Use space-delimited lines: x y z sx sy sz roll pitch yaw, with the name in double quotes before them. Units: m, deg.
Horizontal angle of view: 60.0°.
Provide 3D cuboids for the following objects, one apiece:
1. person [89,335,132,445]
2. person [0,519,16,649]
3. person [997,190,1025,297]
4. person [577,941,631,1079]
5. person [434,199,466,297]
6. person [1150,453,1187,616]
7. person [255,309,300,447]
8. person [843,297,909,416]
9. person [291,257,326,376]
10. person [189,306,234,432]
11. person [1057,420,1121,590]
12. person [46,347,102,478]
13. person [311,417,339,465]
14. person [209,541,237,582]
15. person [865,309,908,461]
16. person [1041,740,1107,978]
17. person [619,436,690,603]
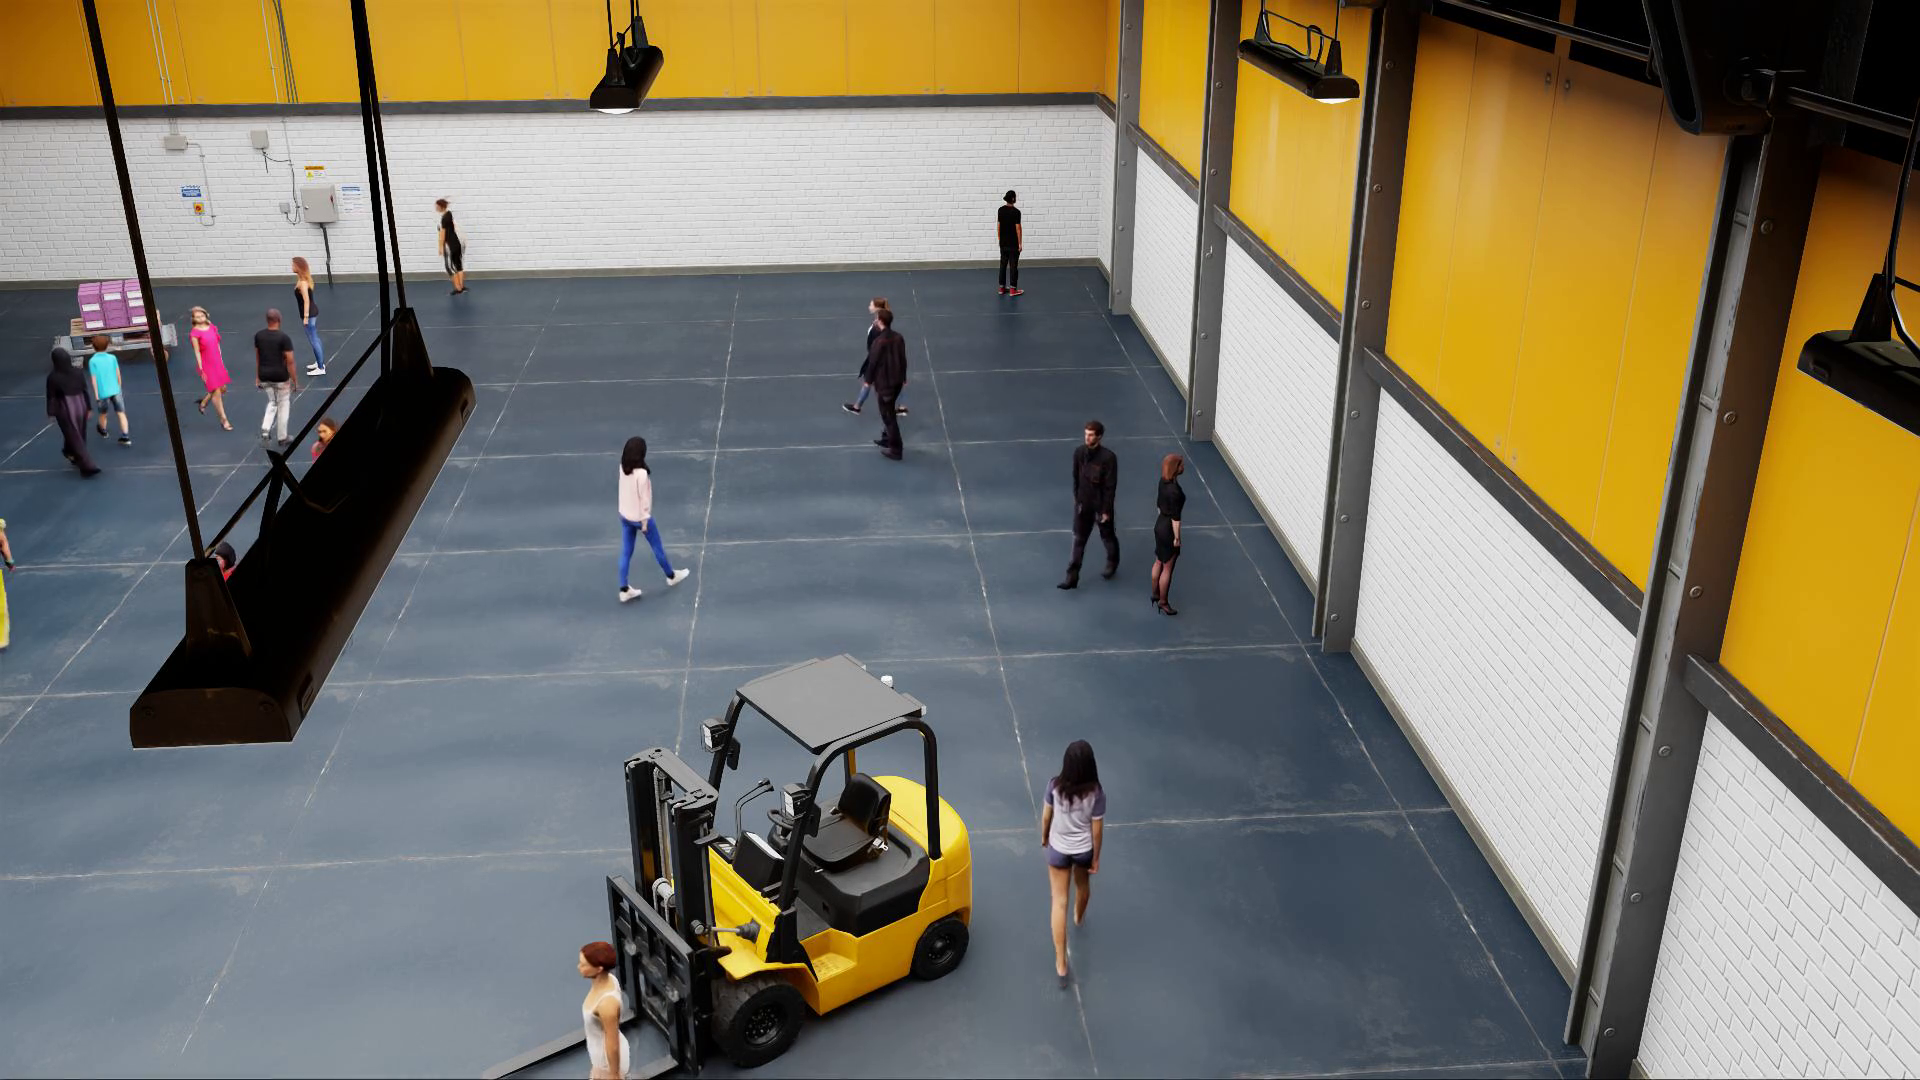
"person" -10.877 -1.893 21.318 1.005 1.410 0.924 19 30 36
"person" -9.454 0.318 15.998 0.831 1.620 0.815 -7 25 -17
"person" 0.836 -5.015 28.028 0.704 1.757 0.755 17 29 34
"person" -1.979 3.035 9.762 0.670 1.636 0.664 -6 24 -14
"person" -8.575 -4.989 28.111 0.857 1.641 0.581 10 26 22
"person" 2.097 -0.073 16.787 0.678 1.705 0.484 -6 24 -13
"person" -8.728 -2.010 21.127 0.813 1.777 0.856 2 24 5
"person" -0.966 -2.396 22.192 0.887 1.632 1.110 4 24 9
"person" -9.408 -3.250 24.033 0.693 1.722 0.517 -7 24 -15
"person" -9.877 -2.253 21.774 0.888 1.703 0.904 8 25 18
"person" 1.471 -0.378 17.370 1.173 1.796 1.268 16 28 33
"person" -10.809 -1.553 20.292 1.082 1.608 1.084 14 27 30
"person" -6.647 -0.542 17.887 0.624 1.683 0.750 -1 24 -3
"person" -6.382 0.783 14.791 0.673 1.734 0.732 7 25 16
"person" -0.837 -1.918 20.775 0.998 1.890 0.943 17 29 33
"person" 0.761 2.219 11.560 0.740 1.691 1.177 3 24 6
"person" -3.386 -0.184 17.007 1.081 1.731 1.096 21 31 40
